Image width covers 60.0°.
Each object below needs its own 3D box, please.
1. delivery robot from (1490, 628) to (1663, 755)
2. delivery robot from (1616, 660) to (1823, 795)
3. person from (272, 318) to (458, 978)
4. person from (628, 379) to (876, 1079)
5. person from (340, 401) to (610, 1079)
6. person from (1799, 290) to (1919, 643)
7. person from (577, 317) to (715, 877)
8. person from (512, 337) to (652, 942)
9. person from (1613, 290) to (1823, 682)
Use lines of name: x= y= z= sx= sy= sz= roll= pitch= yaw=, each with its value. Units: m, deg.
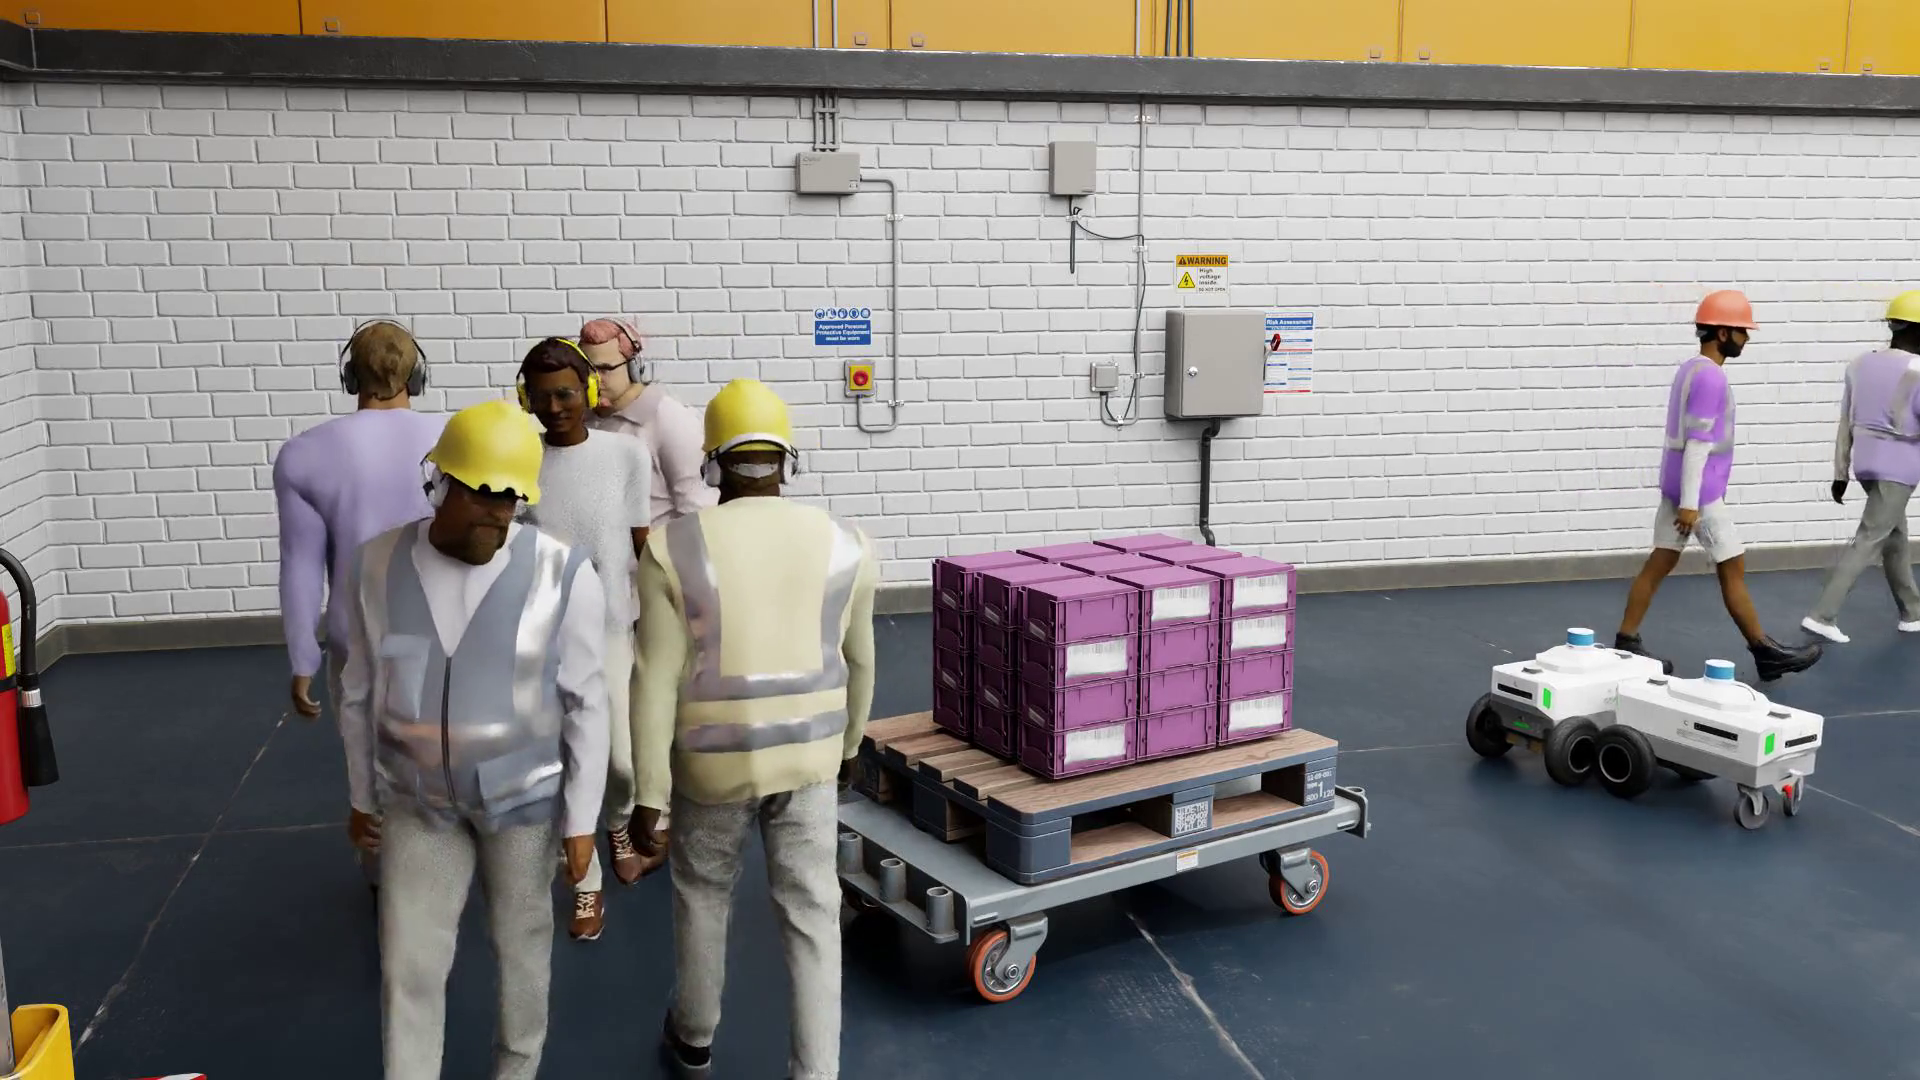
delivery robot: x=2.508 y=0.601 z=6.760 sx=0.707 sy=0.478 sz=0.477 roll=-5 pitch=11 yaw=-28
delivery robot: x=2.837 y=0.694 z=6.245 sx=0.477 sy=0.478 sz=0.707 roll=-6 pitch=12 yaw=-29
person: x=-1.683 y=0.290 z=5.023 sx=0.646 sy=1.893 sz=0.927 roll=-3 pitch=11 yaw=-18
person: x=-0.522 y=0.513 z=4.072 sx=0.655 sy=1.795 sz=0.817 roll=-4 pitch=11 yaw=-23
person: x=-1.095 y=0.597 z=3.637 sx=0.627 sy=1.781 sz=0.820 roll=0 pitch=10 yaw=-1
person: x=4.915 y=-0.379 z=8.801 sx=1.000 sy=1.881 sz=0.608 roll=-2 pitch=11 yaw=-14
person: x=-1.156 y=0.188 z=5.656 sx=0.671 sy=1.877 sz=0.574 roll=9 pitch=14 yaw=41
person: x=-1.170 y=0.293 z=5.136 sx=0.548 sy=1.846 sz=0.464 roll=-1 pitch=10 yaw=-7
person: x=3.665 y=-0.249 z=8.023 sx=0.983 sy=1.884 sz=0.575 roll=2 pitch=10 yaw=12
